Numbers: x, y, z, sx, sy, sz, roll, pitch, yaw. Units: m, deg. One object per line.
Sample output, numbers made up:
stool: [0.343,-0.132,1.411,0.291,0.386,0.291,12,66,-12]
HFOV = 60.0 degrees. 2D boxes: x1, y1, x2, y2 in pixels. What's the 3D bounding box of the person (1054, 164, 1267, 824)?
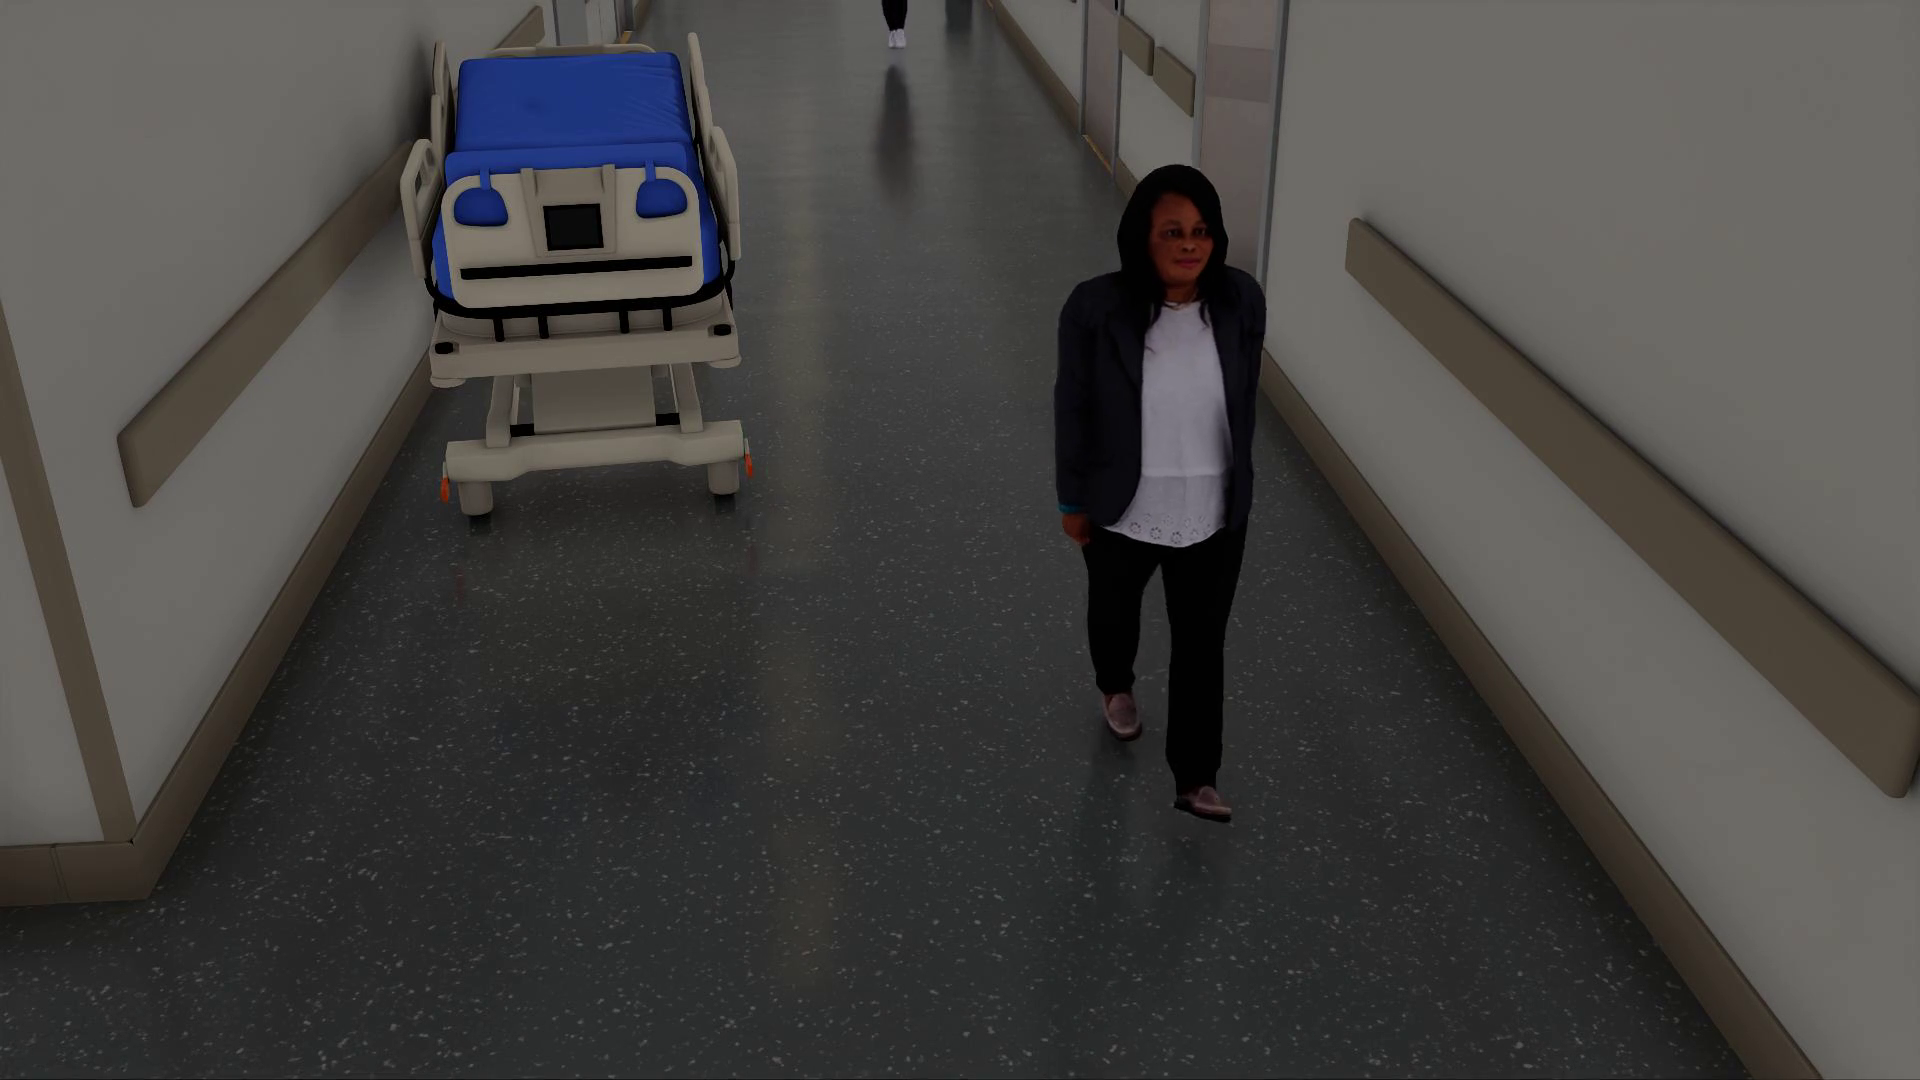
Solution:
person: [0.479,-0.126,4.131,0.946,1.556,0.741,-3,26,-6]
